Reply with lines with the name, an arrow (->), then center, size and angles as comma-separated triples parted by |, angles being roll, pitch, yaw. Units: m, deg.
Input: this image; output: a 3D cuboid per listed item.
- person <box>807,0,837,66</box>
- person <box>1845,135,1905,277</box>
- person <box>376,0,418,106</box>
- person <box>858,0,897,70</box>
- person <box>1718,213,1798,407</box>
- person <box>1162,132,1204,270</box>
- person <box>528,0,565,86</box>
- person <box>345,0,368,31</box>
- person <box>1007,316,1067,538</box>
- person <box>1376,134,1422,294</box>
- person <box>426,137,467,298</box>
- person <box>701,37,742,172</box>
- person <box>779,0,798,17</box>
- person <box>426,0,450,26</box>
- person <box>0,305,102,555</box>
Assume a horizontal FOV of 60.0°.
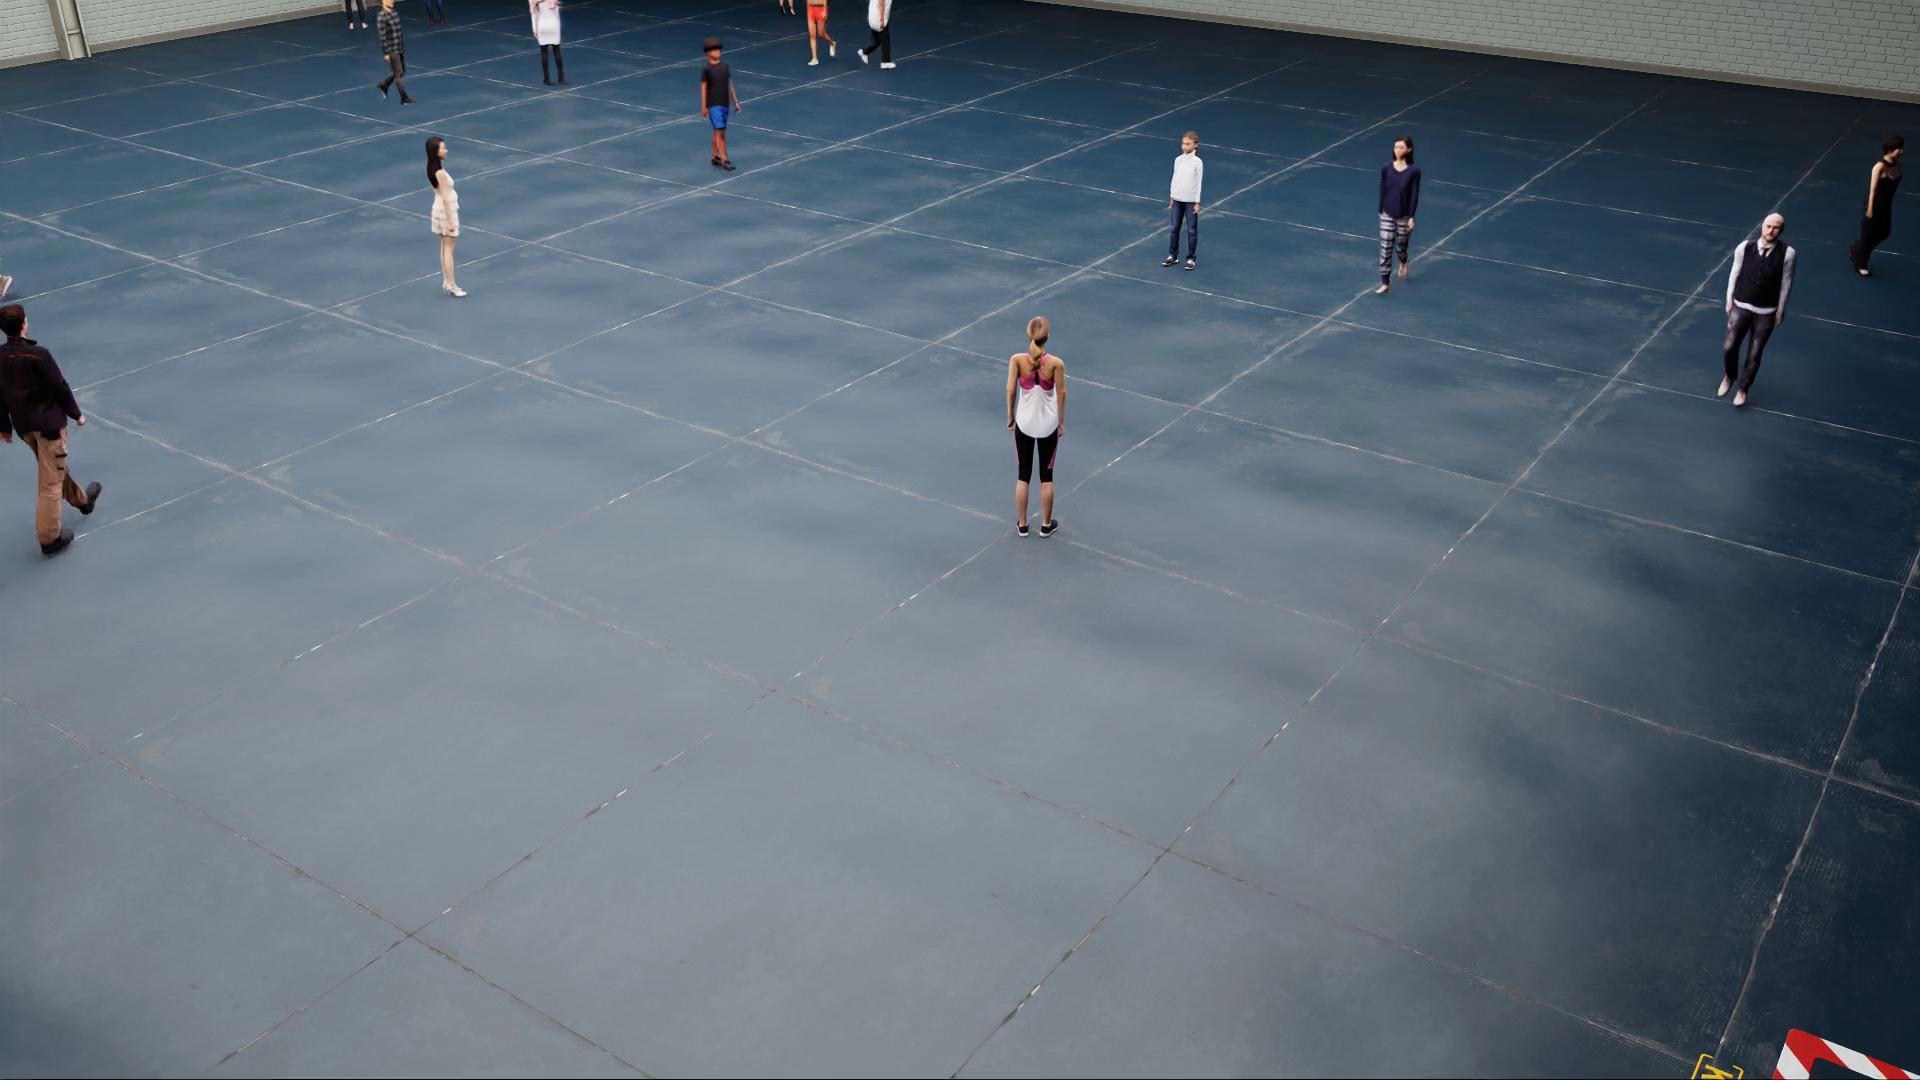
person -> -2.460, -9.272, 29.202 | 0.606, 1.776, 0.944 | 16, 31, 28
person -> 10.268, -3.776, 18.731 | 0.692, 1.591, 0.775 | -17, 32, -29
person -> -8.720, -7.521, 25.405 | 0.951, 1.697, 1.002 | 5, 28, 10
person -> -1.451, -9.024, 28.836 | 1.010, 1.669, 0.933 | -7, 28, -13
person -> 7.328, -2.127, 15.289 | 0.704, 1.809, 0.674 | 15, 31, 27
person -> 2.590, -3.889, 18.987 | 0.537, 1.557, 0.519 | 16, 31, 29
person -> -6.874, -8.512, 27.701 | 0.705, 1.799, 0.789 | -9, 28, -16
person -> -11.846, -10.831, 32.259 | 0.627, 1.748, 0.716 | -10, 29, -19
person -> 0.587, -0.870, 12.873 | 0.680, 1.786, 0.663 | 5, 28, 9
person -> 4.818, -3.580, 18.209 | 0.628, 1.720, 0.890 | 17, 32, 29
person -> -5.593, -3.502, 18.039 | 0.673, 1.737, 0.655 | -13, 30, -24
person -> -3.379, -5.991, 22.836 | 0.790, 1.770, 0.931 | 24, 36, 38
person -> -3.516, -11.479, 33.553 | 0.645, 1.716, 0.586 | 17, 32, 29
person -> -10.414, -11.064, 32.722 | 0.655, 1.739, 0.690 | 0, 27, 1
person -> -7.040, -0.799, 12.635 | 1.050, 1.879, 1.281 | 4, 27, 7
